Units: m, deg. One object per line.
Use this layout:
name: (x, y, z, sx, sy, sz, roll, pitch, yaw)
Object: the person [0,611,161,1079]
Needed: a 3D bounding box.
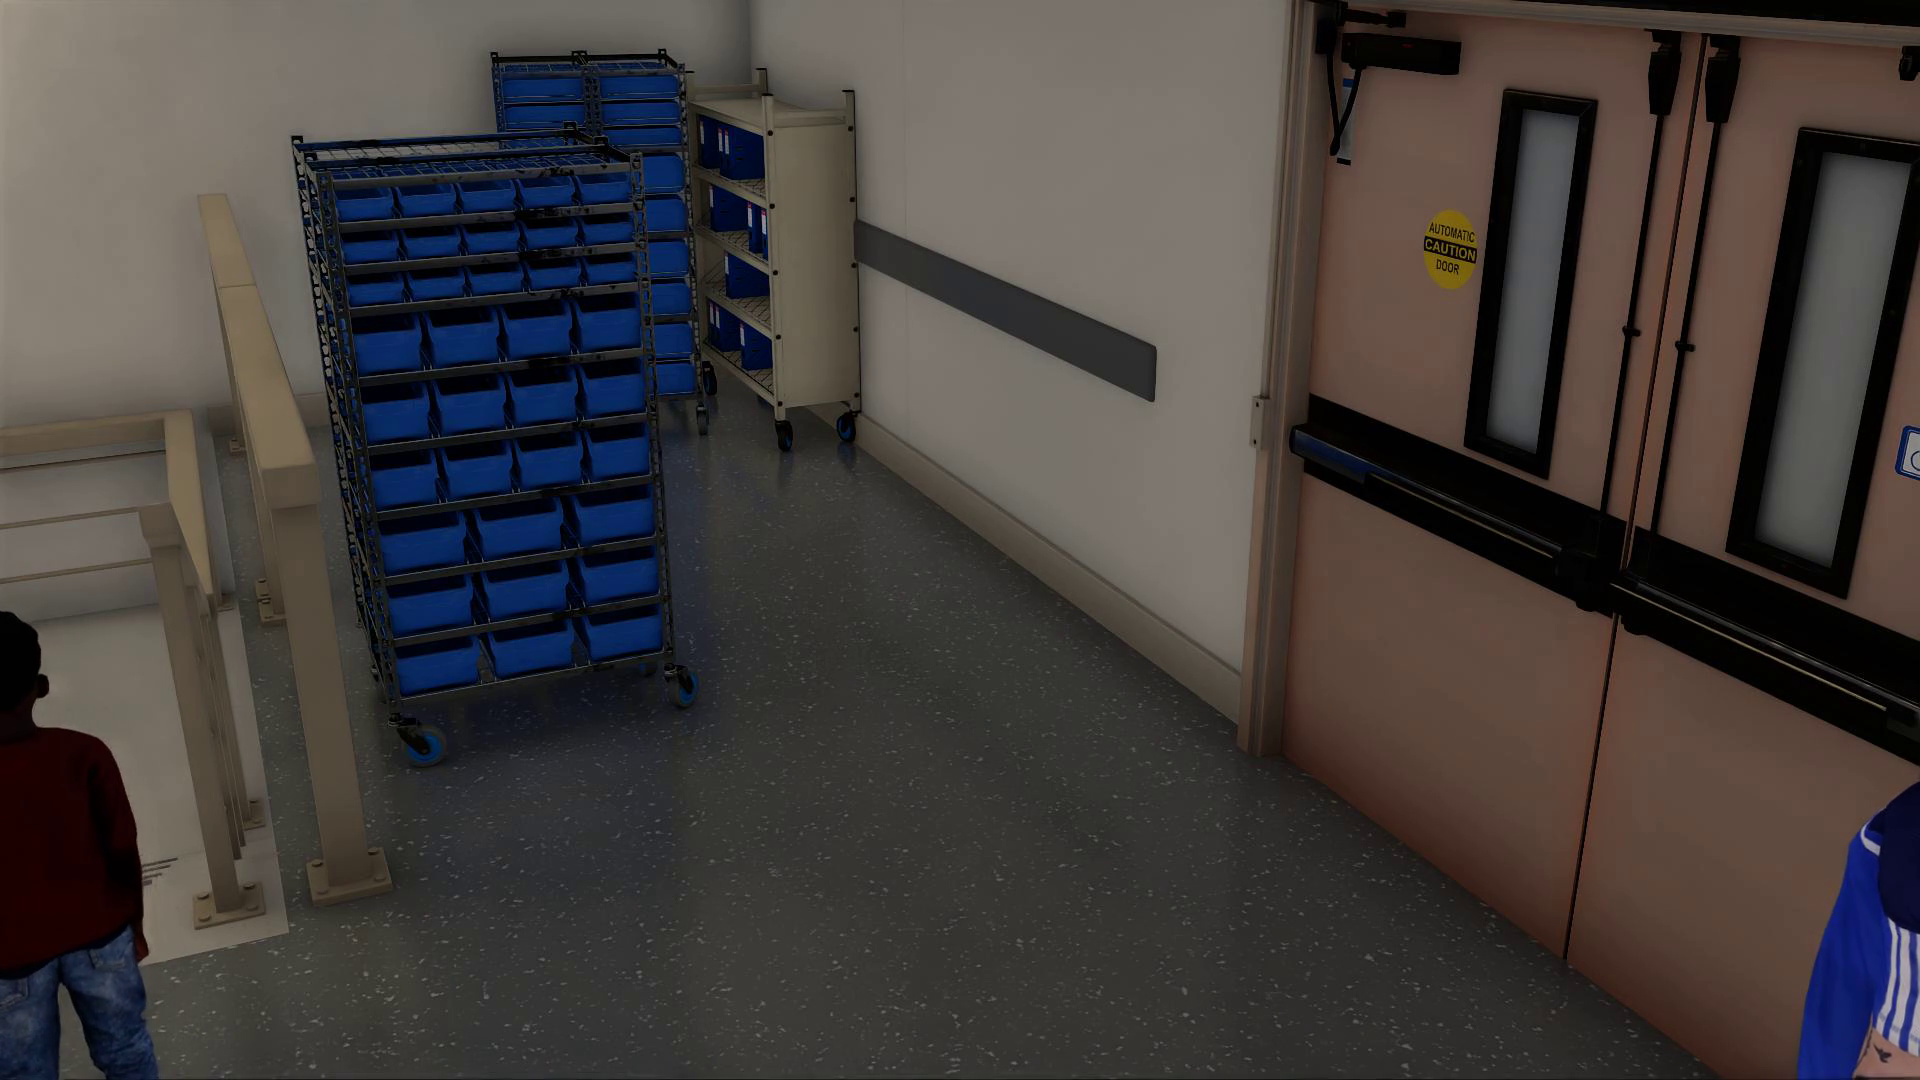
person: (-1.662, 0.718, 3.042, 0.535, 1.254, 0.533, -15, 26, -35)
